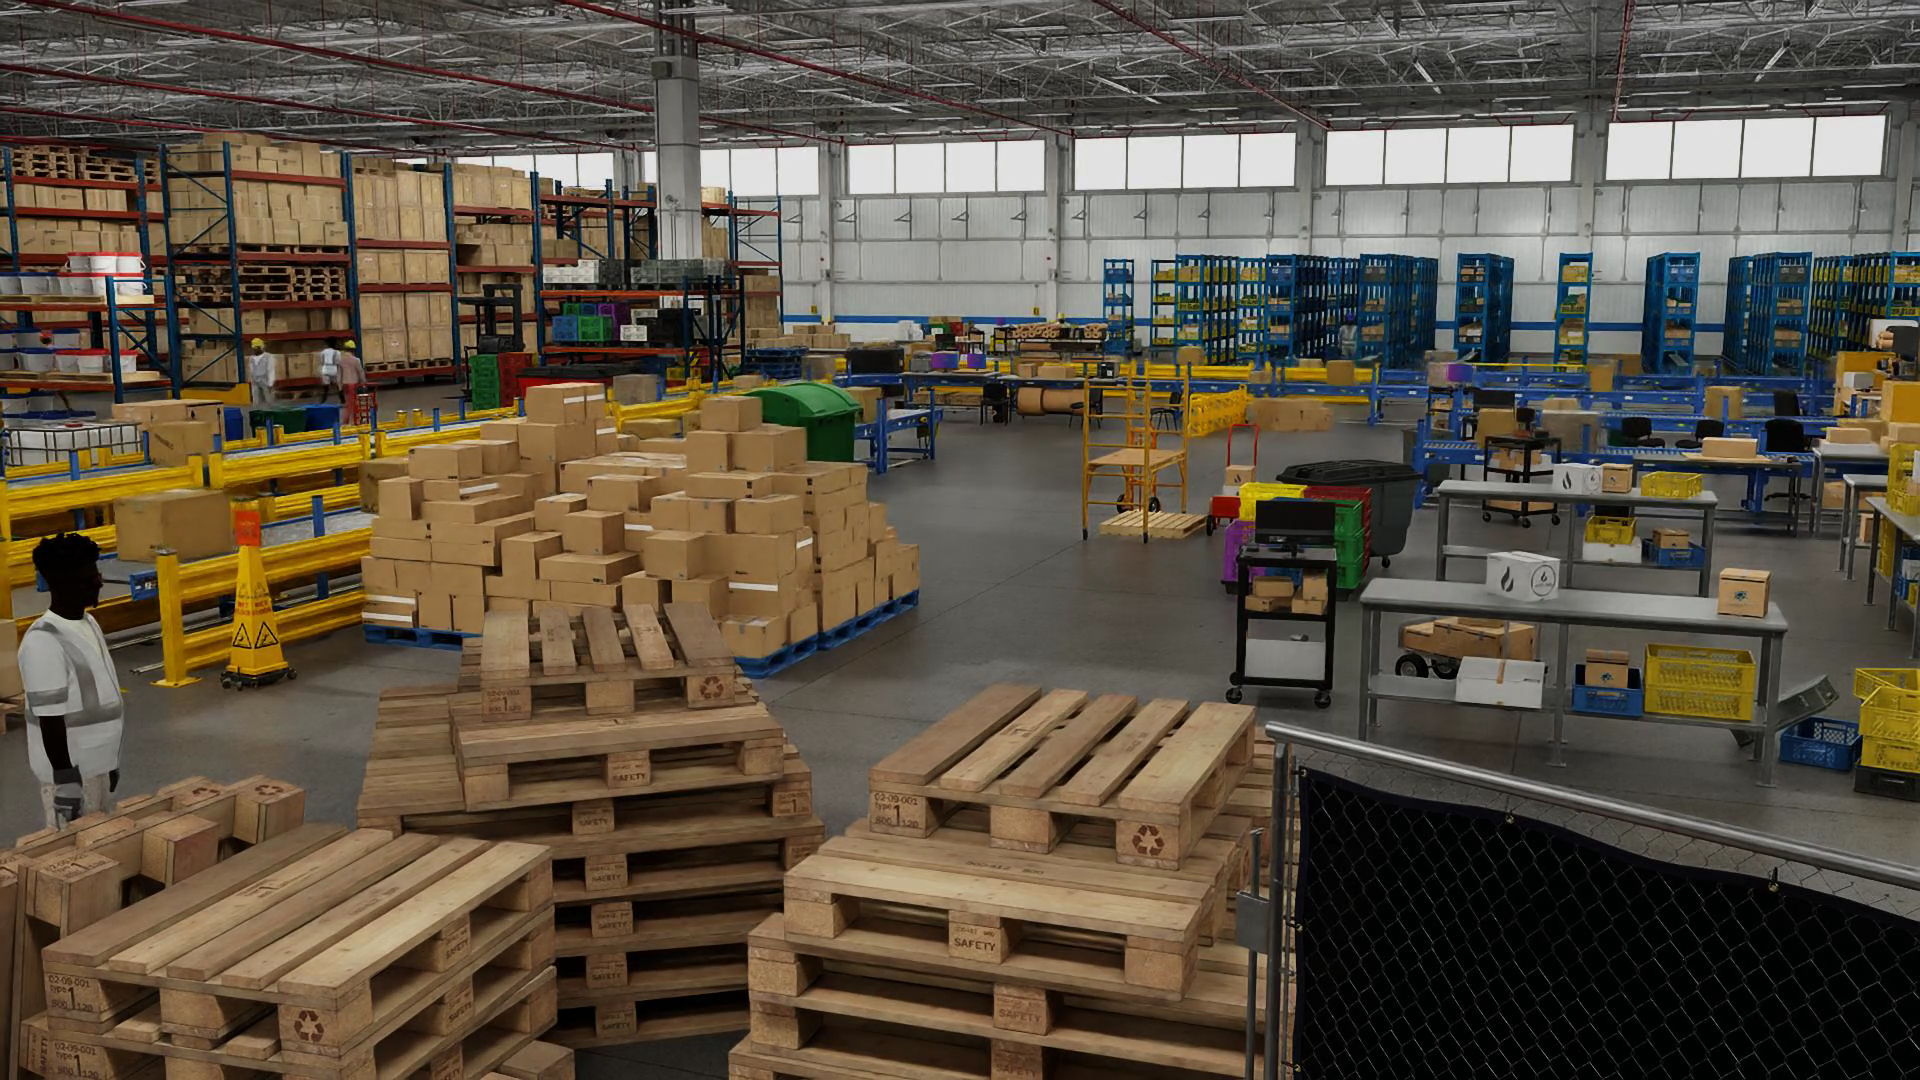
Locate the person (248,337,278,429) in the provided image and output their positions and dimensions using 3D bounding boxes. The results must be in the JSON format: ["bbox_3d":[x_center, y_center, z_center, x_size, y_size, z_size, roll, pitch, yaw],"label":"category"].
[{"bbox_3d":[-13.808,-3.111,32.967,0.594,1.812,0.758,2,9,10],"label":"person"}]

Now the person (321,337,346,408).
[{"bbox_3d":[-14.192,-3.767,37.585,0.539,1.651,0.868,2,9,13],"label":"person"}]

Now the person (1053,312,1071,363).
[{"bbox_3d":[3.291,-6.446,53.840,0.591,1.833,0.404,3,9,16],"label":"person"}]

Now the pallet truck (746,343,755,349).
[{"bbox_3d":[-6.183,-4.618,44.264,1.601,1.201,0.680,-9,12,-43],"label":"pallet truck"}]

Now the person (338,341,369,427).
[{"bbox_3d":[-12.097,-3.112,33.249,0.532,1.727,0.887,4,10,25],"label":"person"}]

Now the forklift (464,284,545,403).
[{"bbox_3d":[-10.832,-4.702,39.610,1.129,2.768,1.873,3,10,20],"label":"forklift"}]

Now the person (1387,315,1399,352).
[{"bbox_3d":[13.479,-6.217,52.579,0.923,1.791,0.598,8,12,42],"label":"person"}]

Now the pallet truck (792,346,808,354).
[{"bbox_3d":[-3.705,-4.298,42.022,0.653,1.274,1.630,3,10,20],"label":"pallet truck"}]

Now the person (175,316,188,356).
[{"bbox_3d":[-23.429,-5.781,49.753,0.589,1.810,0.791,5,10,29],"label":"person"}]

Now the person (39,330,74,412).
[{"bbox_3d":[-19.212,-3.492,35.153,1.002,1.885,0.571,2,9,12],"label":"person"}]

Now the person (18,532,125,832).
[{"bbox_3d":[-3.737,0.936,7.071,0.367,1.966,0.607,-2,9,-14],"label":"person"}]

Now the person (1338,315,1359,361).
[{"bbox_3d":[11.263,-5.570,48.154,0.608,1.893,0.984,2,9,12],"label":"person"}]
